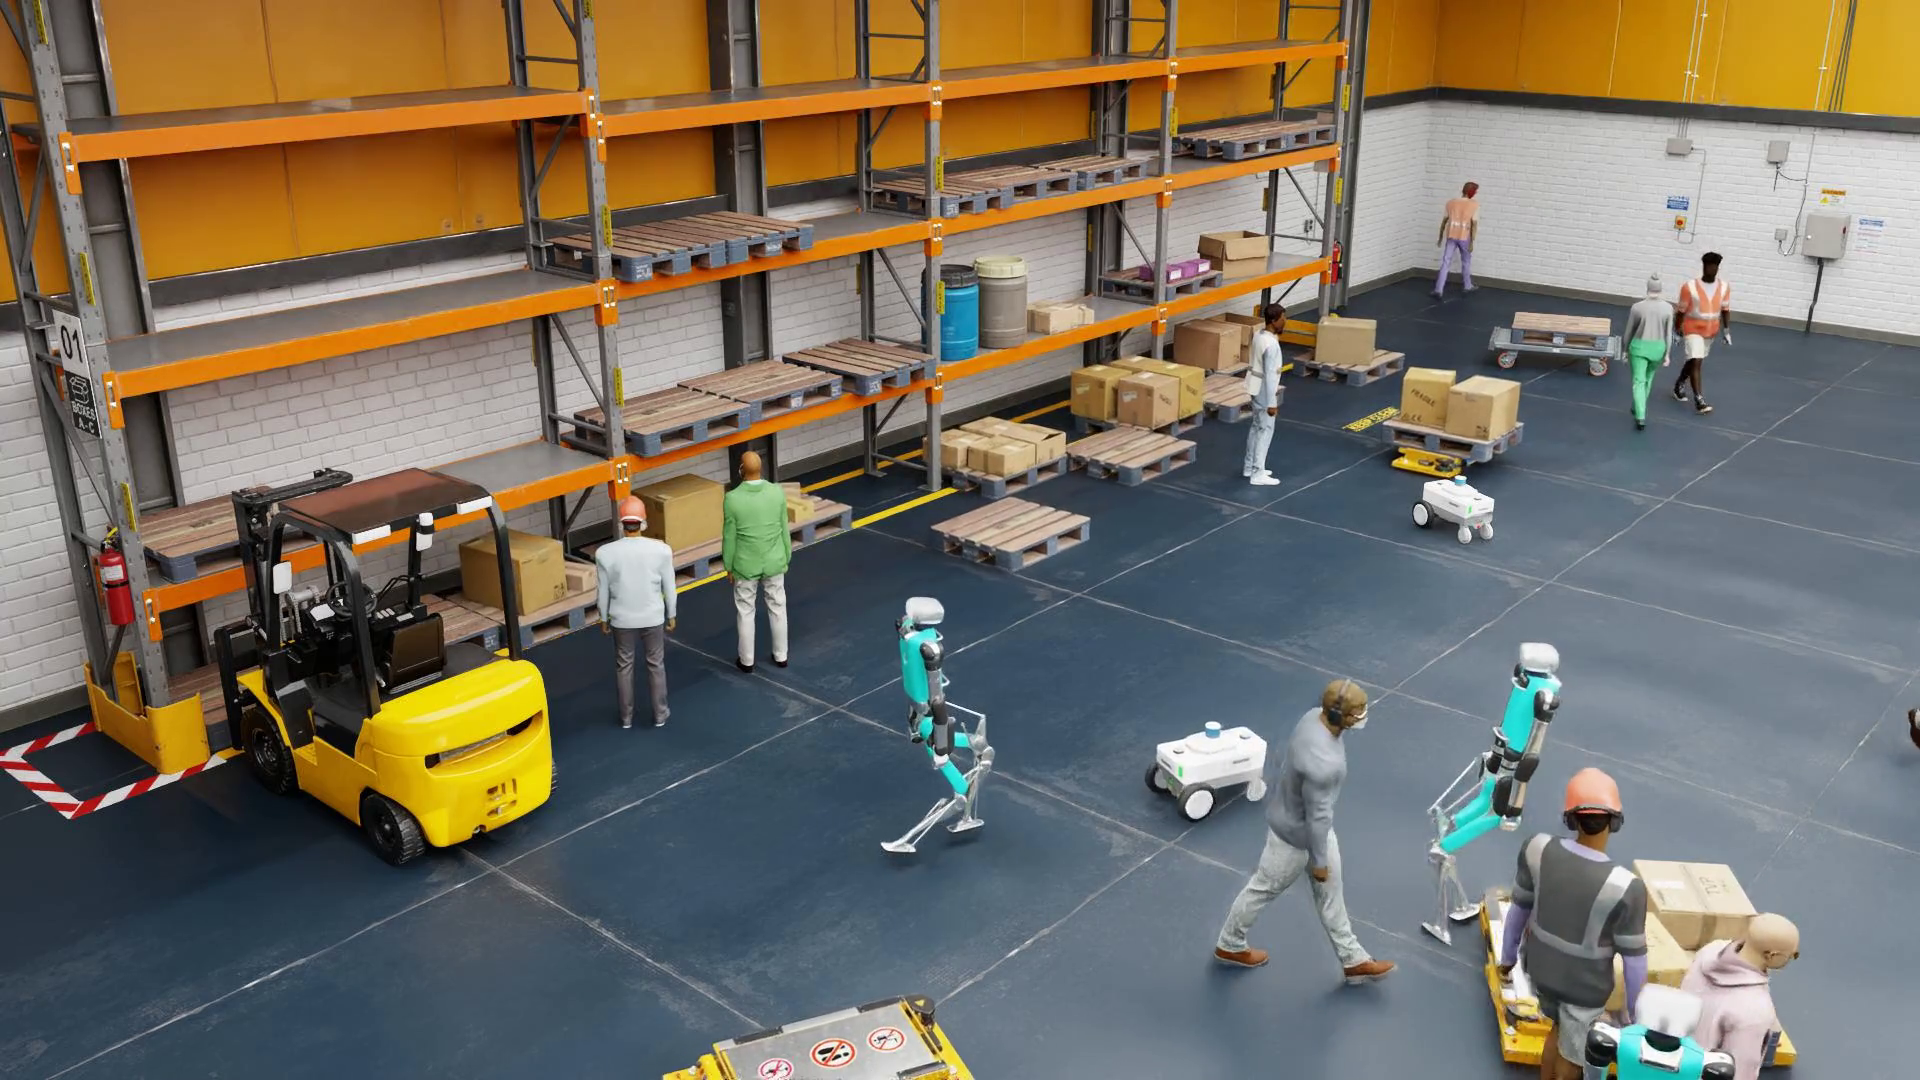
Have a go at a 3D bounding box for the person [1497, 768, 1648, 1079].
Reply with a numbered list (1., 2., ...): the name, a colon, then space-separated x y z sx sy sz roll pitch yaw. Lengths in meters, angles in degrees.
1. person: 2.813 2.004 7.610 0.512 2.012 0.684 -14 24 -33

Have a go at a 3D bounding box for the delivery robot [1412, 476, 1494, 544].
1. delivery robot: 4.779 -0.318 16.022 0.499 0.609 0.813 -9 22 -24

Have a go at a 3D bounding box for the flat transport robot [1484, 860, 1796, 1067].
1. flat transport robot: 3.589 2.476 8.842 1.431 0.231 0.659 2 20 6

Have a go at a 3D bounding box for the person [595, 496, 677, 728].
1. person: -2.324 0.523 12.009 0.571 1.740 0.351 -4 21 -10

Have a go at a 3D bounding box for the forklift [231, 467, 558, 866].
1. forklift: -3.730 0.710 10.856 2.313 2.155 1.214 17 26 38

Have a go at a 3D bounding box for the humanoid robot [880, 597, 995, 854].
1. humanoid robot: -0.071 1.148 10.304 0.983 1.733 0.541 -9 22 -22

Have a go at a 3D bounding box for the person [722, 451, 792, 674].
1. person: -1.572 0.176 12.906 0.548 1.778 0.387 -7 21 -19

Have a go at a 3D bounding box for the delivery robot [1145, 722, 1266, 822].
1. delivery robot: 1.646 1.509 11.064 0.790 0.606 0.499 -9 22 -22

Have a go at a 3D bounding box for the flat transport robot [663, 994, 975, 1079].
1. flat transport robot: -0.704 2.678 8.296 1.431 0.231 0.659 -9 22 -22

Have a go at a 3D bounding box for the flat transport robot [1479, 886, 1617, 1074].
1. flat transport robot: 3.249 2.382 9.098 0.659 0.231 1.431 4 21 11

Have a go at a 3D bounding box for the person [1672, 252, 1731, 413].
1. person: 8.940 -2.521 20.022 0.599 1.907 1.044 -3 20 -7

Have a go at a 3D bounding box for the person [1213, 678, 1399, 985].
1. person: 1.894 1.577 8.984 1.038 1.858 0.630 6 21 16

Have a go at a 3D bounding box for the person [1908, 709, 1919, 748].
1. person: 6.911 0.767 11.202 0.592 1.846 0.718 -2 20 -6

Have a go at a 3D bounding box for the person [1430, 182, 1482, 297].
1. person: 7.853 -4.744 26.213 0.629 1.792 0.884 13 24 31

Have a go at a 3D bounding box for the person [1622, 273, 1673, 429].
1. person: 8.002 -2.222 19.374 0.522 1.796 0.956 3 20 7

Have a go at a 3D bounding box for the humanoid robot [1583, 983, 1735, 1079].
1. humanoid robot: 2.757 2.461 6.776 0.549 1.769 0.801 9 22 22

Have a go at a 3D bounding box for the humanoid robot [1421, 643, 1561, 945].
1. humanoid robot: 2.931 1.444 9.544 0.855 1.785 0.602 1 20 3

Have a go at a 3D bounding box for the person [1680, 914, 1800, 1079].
1. person: 3.157 2.316 7.129 0.530 1.753 0.563 1 20 4

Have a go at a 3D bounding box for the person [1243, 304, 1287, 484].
1. person: 3.159 -1.519 17.306 0.394 1.905 0.600 -1 20 -3

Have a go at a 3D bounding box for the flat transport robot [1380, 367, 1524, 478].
1. flat transport robot: 5.355 -0.975 18.192 0.659 0.231 1.431 16 26 37
